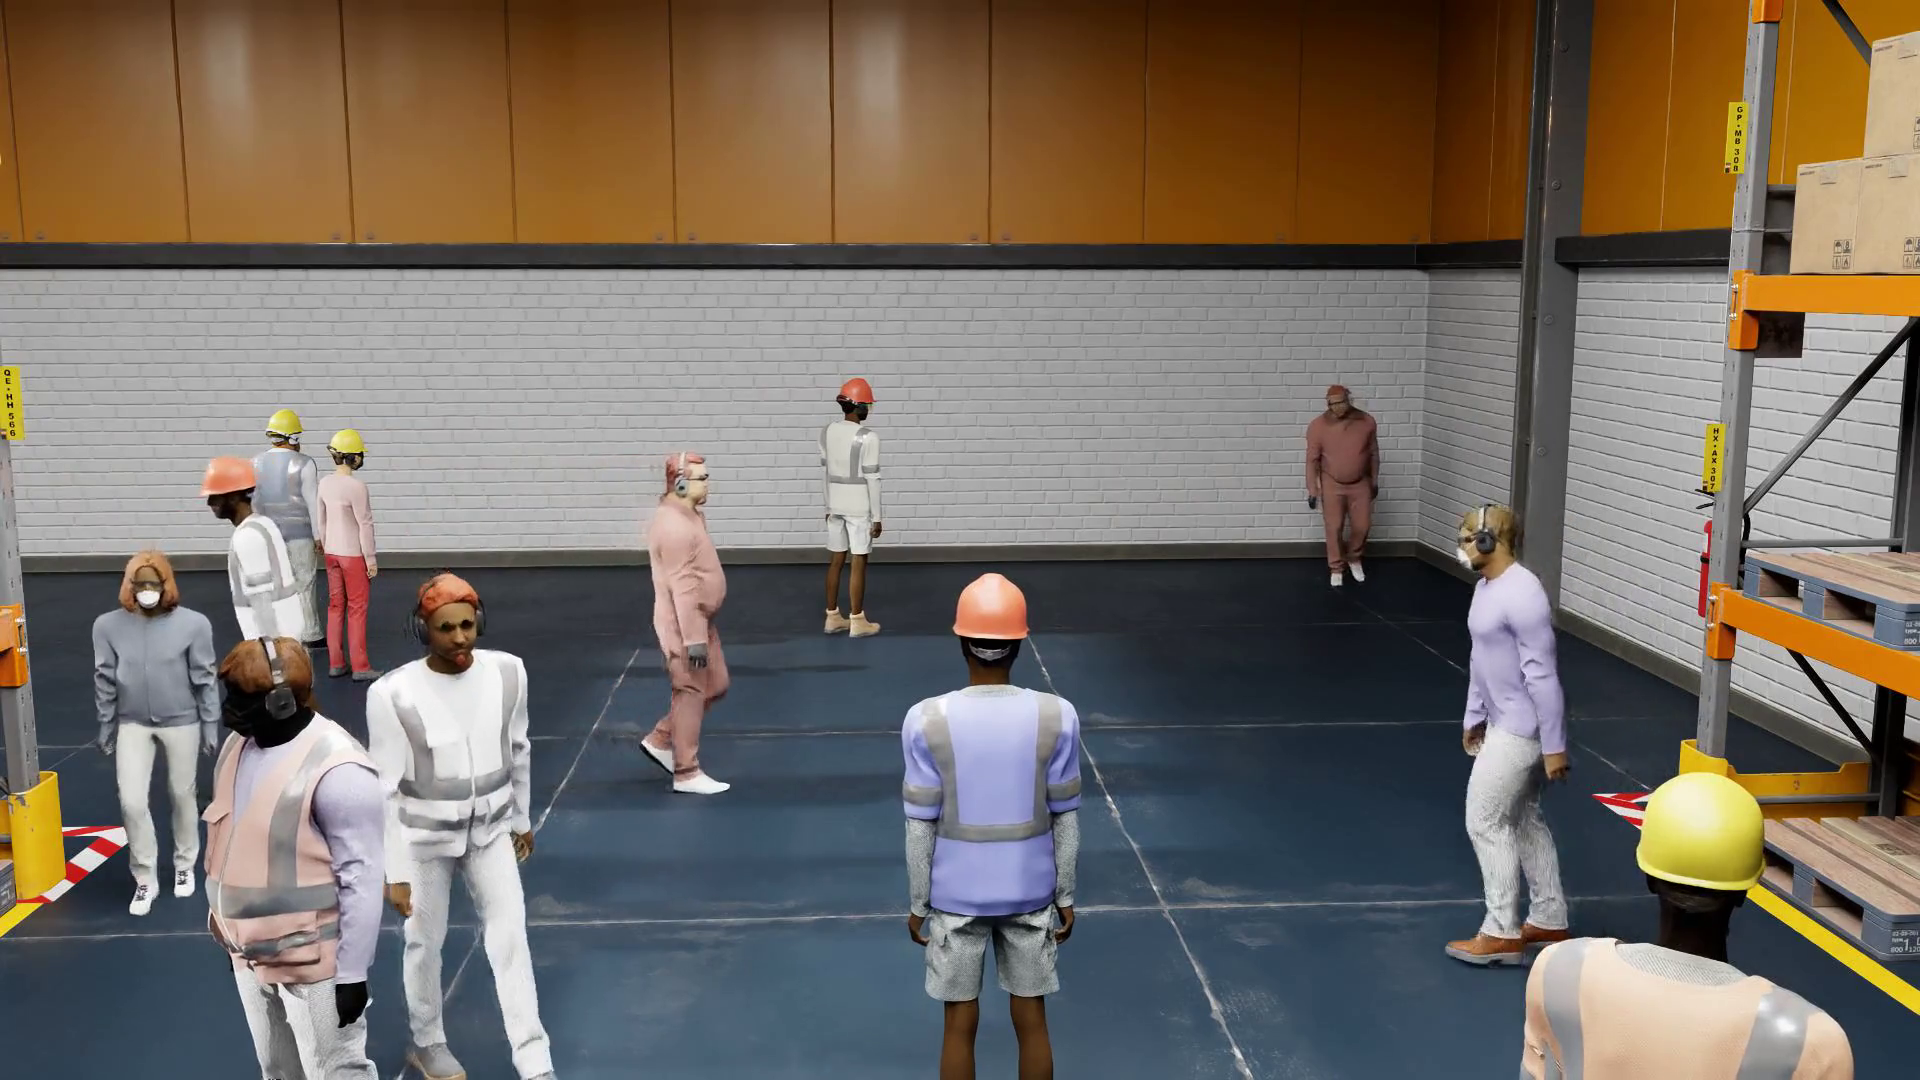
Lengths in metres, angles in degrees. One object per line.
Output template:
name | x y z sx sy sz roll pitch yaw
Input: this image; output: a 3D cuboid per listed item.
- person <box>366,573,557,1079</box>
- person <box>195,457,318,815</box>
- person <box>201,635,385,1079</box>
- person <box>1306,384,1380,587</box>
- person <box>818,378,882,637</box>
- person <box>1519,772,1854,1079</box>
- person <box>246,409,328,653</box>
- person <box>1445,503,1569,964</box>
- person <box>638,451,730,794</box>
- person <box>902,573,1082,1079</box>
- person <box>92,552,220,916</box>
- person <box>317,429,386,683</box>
person | -1.648 1.033 5.591 0.611 1.838 0.946 -7 12 -39
person | -3.735 0.509 8.785 0.777 1.891 0.575 -2 9 -12
person | -1.900 1.171 4.739 0.630 1.840 0.429 7 11 35
person | 3.466 -0.488 15.097 0.687 1.862 0.564 0 9 2
person | -0.833 -0.248 13.061 0.607 2.038 0.395 8 12 40
person | 1.346 1.379 3.145 0.593 1.930 0.355 8 12 41
person | -5.024 -0.064 12.507 0.586 1.835 0.404 2 9 14
person | 2.282 0.795 6.944 0.663 1.890 0.640 1 9 8
person | -1.469 0.461 9.025 0.453 1.890 0.652 -1 9 -4
person | 0.094 1.063 5.105 0.545 1.938 0.355 -1 9 -6
person | -3.580 0.854 7.420 0.524 1.609 0.592 -3 9 -16
person | -4.256 0.108 11.642 0.533 1.767 0.325 6 11 34
